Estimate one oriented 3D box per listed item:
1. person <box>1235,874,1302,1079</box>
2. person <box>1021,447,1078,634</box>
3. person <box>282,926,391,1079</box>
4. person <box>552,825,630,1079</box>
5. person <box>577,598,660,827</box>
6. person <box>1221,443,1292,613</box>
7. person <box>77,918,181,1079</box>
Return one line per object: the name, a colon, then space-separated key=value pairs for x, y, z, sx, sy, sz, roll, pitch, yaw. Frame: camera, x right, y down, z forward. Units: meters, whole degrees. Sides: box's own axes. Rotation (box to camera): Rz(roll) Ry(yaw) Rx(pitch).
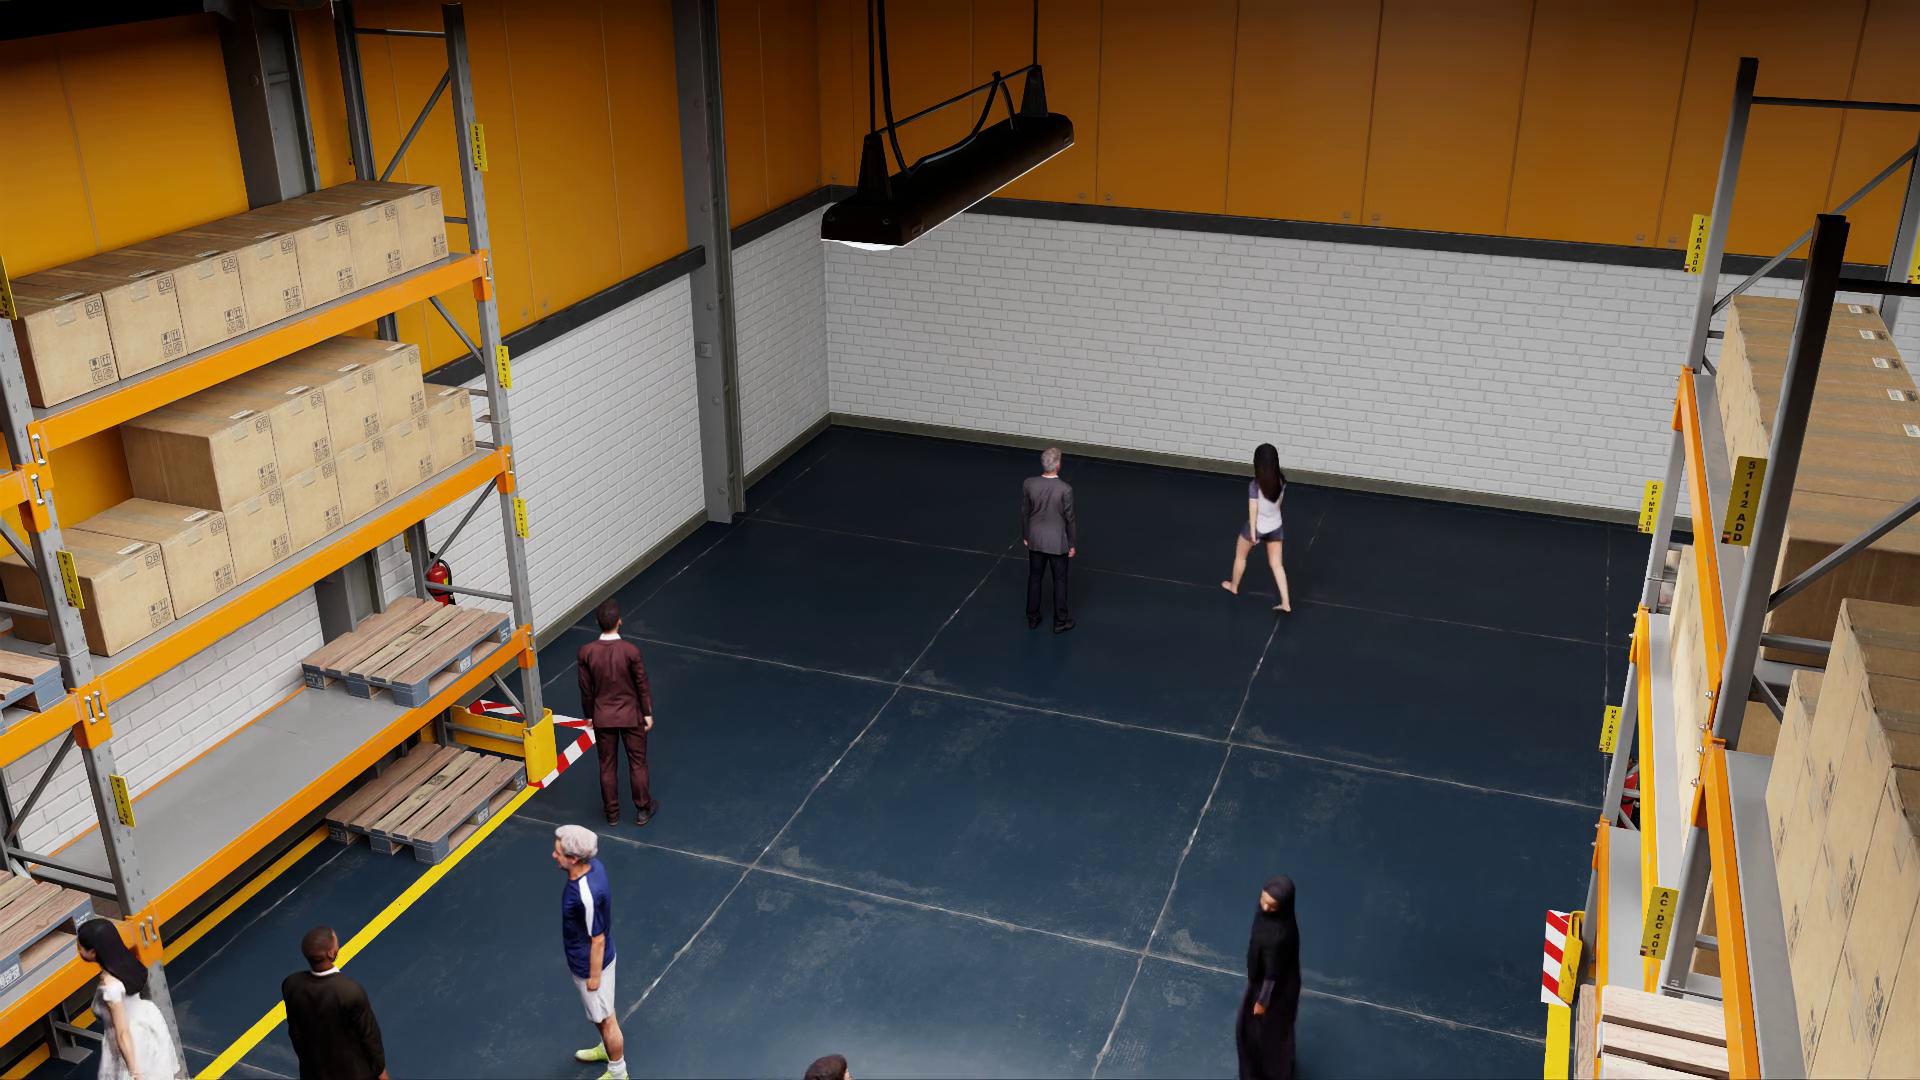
person: x=1.910 y=2.599 z=9.979 sx=0.841 sy=1.599 sz=0.642 roll=8 pitch=25 yaw=17
person: x=0.843 y=-0.011 z=15.646 sx=0.734 sy=1.842 sz=0.618 roll=11 pitch=26 yaw=23
person: x=-3.374 y=2.879 z=9.083 sx=0.690 sy=1.802 sz=0.614 roll=4 pitch=24 yaw=10
person: x=-2.203 y=2.485 z=9.943 sx=0.770 sy=1.836 sz=0.681 roll=-8 pitch=25 yaw=-17
person: x=-2.586 y=1.316 z=12.581 sx=0.760 sy=1.866 sz=0.728 roll=0 pitch=24 yaw=0
person: x=2.987 y=-0.081 z=16.032 sx=1.104 sy=1.661 sz=1.146 roll=-12 pitch=26 yaw=-25
person: x=-4.512 y=2.851 z=9.210 sx=0.892 sy=1.753 sz=0.852 roll=-6 pitch=24 yaw=-12
